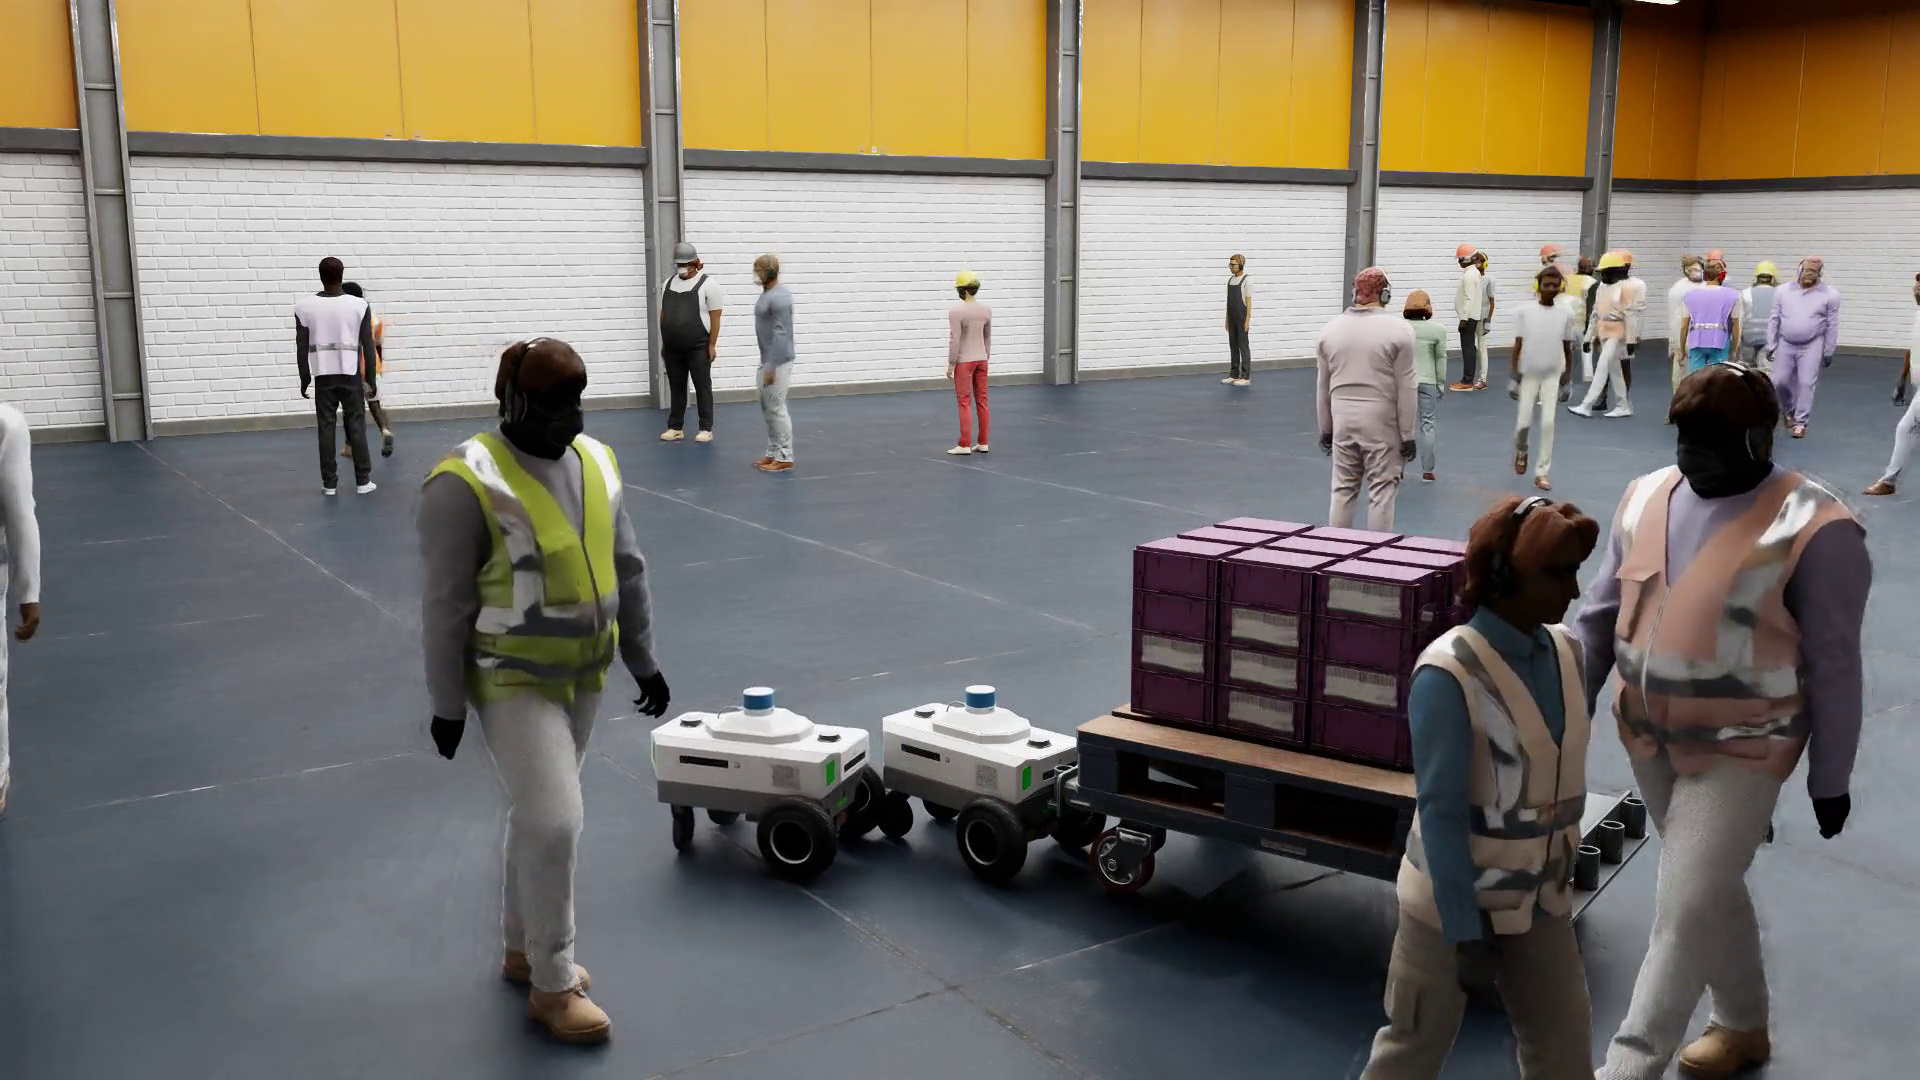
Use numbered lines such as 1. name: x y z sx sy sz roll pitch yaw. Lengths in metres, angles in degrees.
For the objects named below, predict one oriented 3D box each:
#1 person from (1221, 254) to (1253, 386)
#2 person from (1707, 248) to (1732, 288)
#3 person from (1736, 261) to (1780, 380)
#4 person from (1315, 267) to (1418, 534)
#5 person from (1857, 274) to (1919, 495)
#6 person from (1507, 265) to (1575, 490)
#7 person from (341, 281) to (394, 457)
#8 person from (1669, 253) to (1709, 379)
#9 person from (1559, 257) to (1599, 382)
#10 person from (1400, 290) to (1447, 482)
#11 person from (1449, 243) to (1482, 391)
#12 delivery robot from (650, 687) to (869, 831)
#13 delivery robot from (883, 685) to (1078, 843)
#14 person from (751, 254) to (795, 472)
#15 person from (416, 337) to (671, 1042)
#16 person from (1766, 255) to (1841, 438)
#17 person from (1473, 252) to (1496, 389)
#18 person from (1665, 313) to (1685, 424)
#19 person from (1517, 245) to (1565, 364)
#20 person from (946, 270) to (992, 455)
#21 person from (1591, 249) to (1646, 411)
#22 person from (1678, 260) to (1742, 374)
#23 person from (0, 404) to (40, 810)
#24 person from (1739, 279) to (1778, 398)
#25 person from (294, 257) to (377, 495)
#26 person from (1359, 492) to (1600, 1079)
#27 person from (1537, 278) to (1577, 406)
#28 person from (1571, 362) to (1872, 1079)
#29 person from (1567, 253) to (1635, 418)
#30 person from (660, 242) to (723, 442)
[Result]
1. person: 3.902 -3.085 23.349 0.337 1.841 0.509 -6 12 -30
2. person: 10.734 -3.217 23.843 0.554 1.917 0.611 5 11 23
3. person: 9.300 -2.328 19.340 0.605 1.787 0.851 4 11 19
4. person: 2.454 -0.688 10.036 0.654 1.901 0.404 9 14 41
5. person: 7.826 -1.250 13.368 0.987 1.824 0.543 0 10 2
6. person: 4.828 -1.360 13.850 0.528 1.847 0.624 2 11 11
7. person: -5.600 -1.585 15.548 0.530 1.672 0.714 -8 13 -39
8. person: 7.983 -2.125 17.945 0.661 1.904 0.559 -5 11 -26
9. person: 8.802 -3.141 23.777 0.956 1.802 0.627 -7 13 -35
10. person: 3.872 -1.306 14.147 0.498 1.633 0.279 2 11 13
11. person: 6.851 -3.010 22.523 0.393 1.986 0.610 4 11 23
12. delivery robot: -0.679 0.742 5.624 0.707 0.478 0.477 4 11 19
13. delivery robot: 0.068 0.737 5.650 0.707 0.478 0.477 9 14 42
14. person: -1.663 -1.556 14.751 0.382 1.925 0.651 -4 11 -20
15. person: -1.043 0.378 4.398 0.686 1.815 0.648 5 12 27
16. person: 8.782 -2.011 17.321 0.661 1.885 0.582 8 13 38
17. person: 7.079 -2.999 22.805 0.328 1.865 0.509 -6 12 -29
18. person: 8.043 -2.065 18.360 0.332 1.621 0.519 -5 12 -26
19. person: 9.347 -3.715 26.511 0.642 1.939 1.055 -5 11 -24
20. person: 0.084 -1.691 15.900 0.524 1.768 0.311 -9 14 -42
21. person: 7.825 -2.484 19.774 0.550 1.935 0.375 7 13 35
22. person: 7.662 -1.936 17.037 0.564 1.839 0.396 6 12 30
23. person: -3.437 0.147 5.626 0.593 1.831 0.982 -6 12 -31
24. person: 9.336 -2.309 19.384 0.497 1.718 0.562 -7 12 -33
25. person: -5.030 -1.320 13.448 0.598 1.915 0.375 -3 11 -15
26. person: 1.045 0.705 3.202 0.528 1.602 0.741 -7 13 -35
27. person: 7.384 -2.476 20.592 0.518 1.617 0.553 8 13 39
28. person: 1.695 0.484 3.904 0.937 1.791 0.634 -5 11 -24
29. person: 7.329 -2.325 19.017 0.927 1.882 0.622 -2 11 -10
30. person: -2.783 -2.014 16.914 0.674 2.000 0.535 4 11 20
